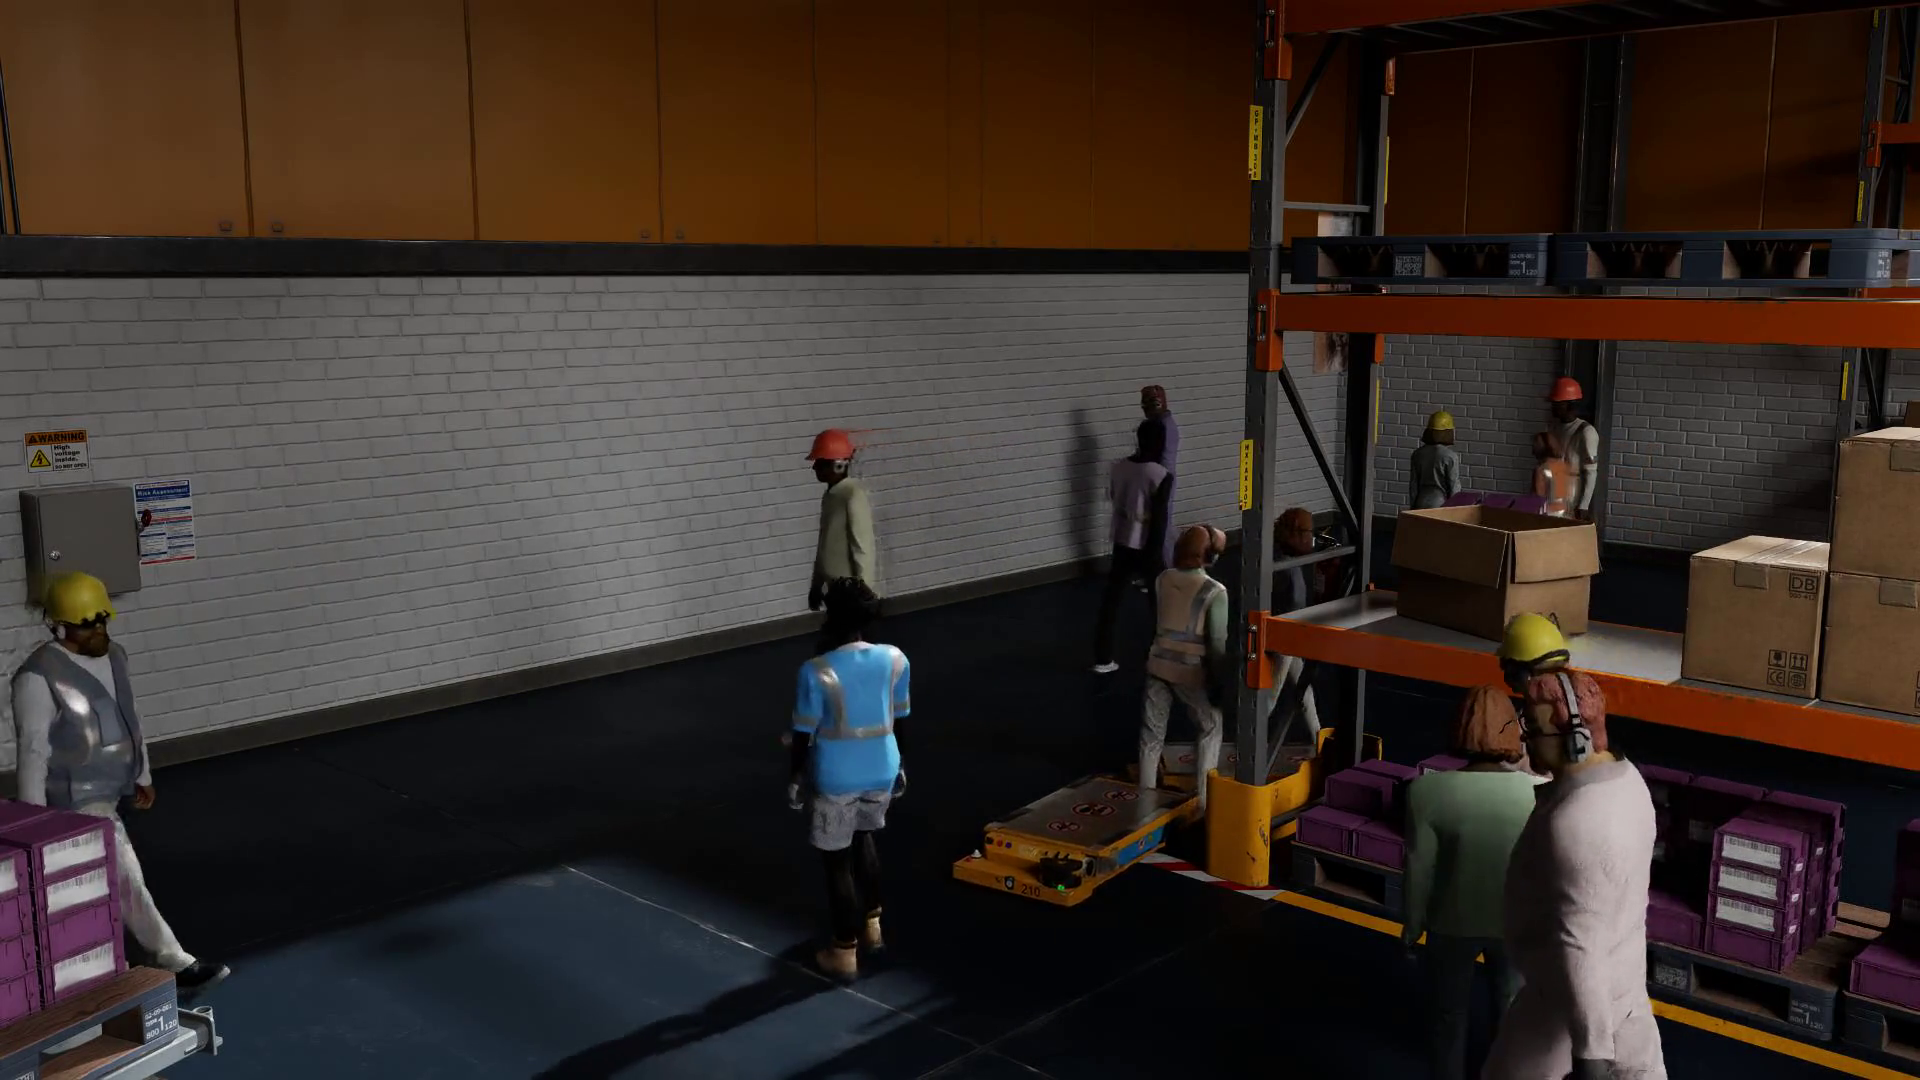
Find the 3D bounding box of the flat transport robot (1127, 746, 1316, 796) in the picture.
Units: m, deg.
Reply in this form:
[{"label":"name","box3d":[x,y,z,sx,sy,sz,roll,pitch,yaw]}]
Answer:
[{"label":"flat transport robot","box3d":[1.674,1.314,9.266,1.431,0.197,0.652,0,9,1]}]

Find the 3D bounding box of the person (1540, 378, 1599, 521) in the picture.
[{"label":"person","box3d":[5.079,-0.351,14.060,0.381,2.040,0.616,-3,10,-18]}]

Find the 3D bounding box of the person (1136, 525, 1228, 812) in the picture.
[{"label":"person","box3d":[1.198,0.725,8.777,0.535,1.603,0.514,-8,12,-41]}]

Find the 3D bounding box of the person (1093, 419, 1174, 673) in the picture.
[{"label":"person","box3d":[1.338,0.037,12.265,0.604,1.856,1.041,9,13,43]}]

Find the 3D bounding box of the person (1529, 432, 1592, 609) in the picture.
[{"label":"person","box3d":[4.995,-0.109,13.922,0.557,1.608,0.686,-9,13,-43]}]

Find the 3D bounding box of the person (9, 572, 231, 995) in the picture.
[{"label":"person","box3d":[-3.499,0.984,6.730,0.995,1.769,0.614,1,9,4]}]

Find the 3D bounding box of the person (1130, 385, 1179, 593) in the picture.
[{"label":"person","box3d":[1.774,-0.466,15.194,0.401,1.905,0.641,-1,9,-3]}]

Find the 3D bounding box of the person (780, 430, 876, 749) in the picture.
[{"label":"person","box3d":[-0.814,0.303,10.294,0.872,1.956,0.654,-3,10,-18]}]

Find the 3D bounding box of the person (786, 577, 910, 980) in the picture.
[{"label":"person","box3d":[-0.462,0.986,6.965,0.536,1.677,0.410,-7,12,-37]}]

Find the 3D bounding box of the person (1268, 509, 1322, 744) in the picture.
[{"label":"person","box3d":[1.933,0.624,9.442,0.791,1.603,0.517,2,9,10]}]

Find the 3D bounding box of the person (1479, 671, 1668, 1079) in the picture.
[{"label":"person","box3d":[1.795,1.273,4.724,1.024,1.847,0.650,8,12,39]}]

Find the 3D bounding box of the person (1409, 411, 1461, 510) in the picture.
[{"label":"person","box3d":[4.080,-0.234,14.254,0.295,1.743,0.492,-7,12,-38]}]

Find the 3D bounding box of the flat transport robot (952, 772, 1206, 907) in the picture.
[{"label":"flat transport robot","box3d":[0.635,1.466,8.335,0.652,0.197,1.431,6,11,34]}]

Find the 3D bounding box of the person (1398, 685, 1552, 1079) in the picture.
[{"label":"person","box3d":[1.669,1.271,5.366,0.498,1.633,0.282,1,9,8]}]

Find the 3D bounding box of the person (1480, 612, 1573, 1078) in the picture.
[{"label":"person","box3d":[2.003,1.127,5.874,0.535,1.752,0.372,-7,11,-36]}]
